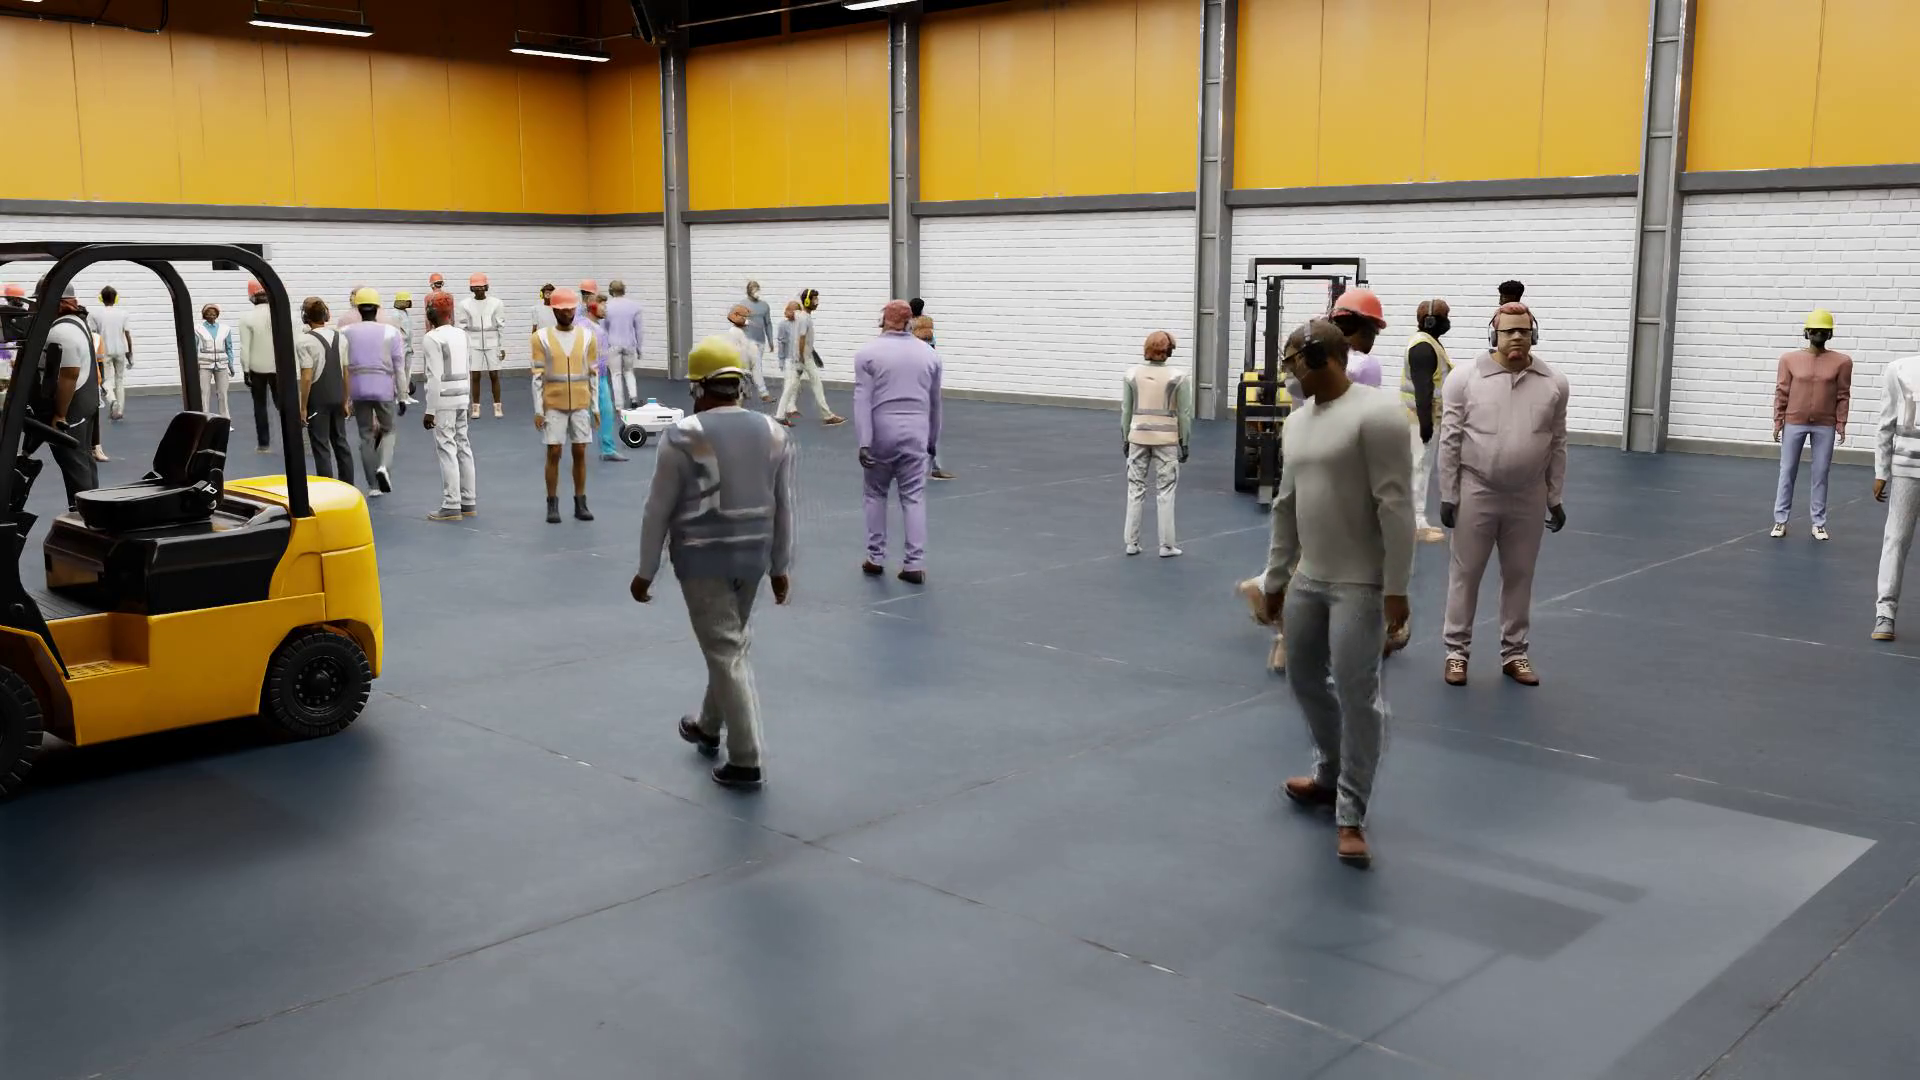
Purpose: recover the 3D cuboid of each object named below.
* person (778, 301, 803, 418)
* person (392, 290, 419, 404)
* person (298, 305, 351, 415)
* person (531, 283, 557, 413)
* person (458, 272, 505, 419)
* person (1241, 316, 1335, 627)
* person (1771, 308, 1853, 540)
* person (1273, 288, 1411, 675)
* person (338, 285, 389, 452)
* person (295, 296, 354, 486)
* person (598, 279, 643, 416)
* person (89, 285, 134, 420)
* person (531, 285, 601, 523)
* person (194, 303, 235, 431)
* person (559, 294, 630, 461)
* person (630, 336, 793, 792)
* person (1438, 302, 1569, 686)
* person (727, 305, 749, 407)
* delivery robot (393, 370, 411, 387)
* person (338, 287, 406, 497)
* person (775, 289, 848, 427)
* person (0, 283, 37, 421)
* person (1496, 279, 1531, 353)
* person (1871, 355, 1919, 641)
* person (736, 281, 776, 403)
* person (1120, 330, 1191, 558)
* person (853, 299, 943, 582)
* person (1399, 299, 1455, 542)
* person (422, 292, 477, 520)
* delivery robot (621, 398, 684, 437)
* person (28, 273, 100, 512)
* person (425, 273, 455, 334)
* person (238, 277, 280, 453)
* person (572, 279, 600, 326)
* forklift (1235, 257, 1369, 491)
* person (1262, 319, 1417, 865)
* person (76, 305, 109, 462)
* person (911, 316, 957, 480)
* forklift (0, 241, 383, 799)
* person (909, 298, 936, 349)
[{"bbox_3d":[-2.321,-2.520,23.231,0.341,1.631,0.505,8,12,39],"label":"person"},{"bbox_3d":[-8.526,-2.957,25.549,0.313,1.744,0.487,1,9,7],"label":"person"},{"bbox_3d":[-8.687,-2.384,22.479,0.851,1.604,0.521,0,9,3],"label":"person"},{"bbox_3d":[-5.925,-2.765,24.010,0.511,1.865,0.329,-6,11,-33],"label":"person"},{"bbox_3d":[-6.585,-2.674,22.949,0.611,2.036,0.412,-3,10,-16],"label":"person"},{"bbox_3d":[1.970,-0.346,9.313,0.626,1.821,0.637,3,10,15],"label":"person"},{"bbox_3d":[6.524,-0.884,12.763,0.525,1.772,0.309,4,10,22],"label":"person"},{"bbox_3d":[1.995,-0.310,8.638,1.023,1.965,0.612,-6,11,-31],"label":"person"},{"bbox_3d":[-6.656,-1.909,18.661,0.573,1.893,0.655,6,11,33],"label":"person"},{"bbox_3d":[-5.358,-1.124,14.008,0.336,1.841,0.508,5,10,28],"label":"person"},{"bbox_3d":[-4.821,-2.720,23.549,0.644,1.924,0.426,-5,11,-29],"label":"person"},{"bbox_3d":[-11.506,-2.524,22.573,0.539,1.851,0.590,-6,11,-32],"label":"person"},{"bbox_3d":[-3.219,-1.109,13.628,0.551,1.935,0.374,-4,10,-24],"label":"person"},{"bbox_3d":[-9.487,-2.182,21.123,0.511,1.640,0.308,-8,12,-39],"label":"person"},{"bbox_3d":[-4.018,-1.742,17.907,0.830,1.811,0.589,2,10,15],"label":"person"},{"bbox_3d":[-1.046,0.078,6.767,0.610,1.791,0.860,-9,13,-43],"label":"person"},{"bbox_3d":[2.700,-0.221,8.272,0.637,1.911,0.403,0,9,2],"label":"person"},{"bbox_3d":[-2.690,-2.041,20.271,0.280,1.633,0.499,0,9,2],"label":"person"},{"bbox_3d":[-9.323,-2.665,27.107,0.707,0.478,0.477,3,10,19],"label":"delivery robot"},{"bbox_3d":[-5.327,-1.327,15.064,0.592,1.904,0.501,-2,10,-13],"label":"person"},{"bbox_3d":[-2.007,-2.376,21.803,0.994,1.809,0.480,-3,10,-16],"label":"person"},{"bbox_3d":[-12.834,-2.496,22.321,0.941,1.891,0.592,-5,11,-29],"label":"person"},{"bbox_3d":[5.589,-1.649,16.856,0.363,1.962,0.612,3,10,18],"label":"person"},{"bbox_3d":[5.378,-0.361,9.211,0.573,1.883,0.355,4,10,21],"label":"person"},{"bbox_3d":[-3.213,-3.096,25.982,1.005,1.891,0.644,9,13,44],"label":"person"},{"bbox_3d":[1.401,-0.686,11.978,0.522,1.632,0.318,4,10,25],"label":"person"},{"bbox_3d":[-0.418,-0.664,11.128,0.663,1.864,0.775,-3,10,-20],"label":"person"},{"bbox_3d":[3.579,-0.914,12.727,0.429,1.844,0.621,3,10,15],"label":"person"},{"bbox_3d":[-4.236,-1.101,13.744,0.337,1.881,0.583,2,10,15],"label":"person"},{"bbox_3d":[-3.597,-1.418,19.461,0.707,0.478,0.477,-3,10,-17],"label":"delivery robot"},{"bbox_3d":[-6.834,-0.997,12.625,0.536,2.000,0.676,-3,10,-18],"label":"person"},{"bbox_3d":[-9.452,-3.842,30.202,0.383,1.996,0.609,7,12,36],"label":"person"},{"bbox_3d":[-7.710,-1.933,18.551,0.654,1.982,0.627,9,13,44],"label":"person"},{"bbox_3d":[-5.578,-2.923,24.818,0.462,1.911,0.565,1,9,9],"label":"person"},{"bbox_3d":[3.309,-1.629,16.029,1.214,2.155,2.313,2,9,11],"label":"forklift"},{"bbox_3d":[1.385,0.162,5.989,0.395,1.895,0.735,-5,10,-27],"label":"person"},{"bbox_3d":[-9.365,-1.657,17.729,0.318,1.696,0.533,8,12,39],"label":"person"},{"bbox_3d":[-0.298,-1.374,16.241,0.687,1.607,0.530,-1,9,-8],"label":"person"},{"bbox_3d":[-3.706,-0.171,7.093,1.214,2.155,2.313,9,13,43],"label":"forklift"},{"bbox_3d":[-0.572,-2.306,21.699,0.541,1.695,0.316,2,9,9],"label":"person"}]
